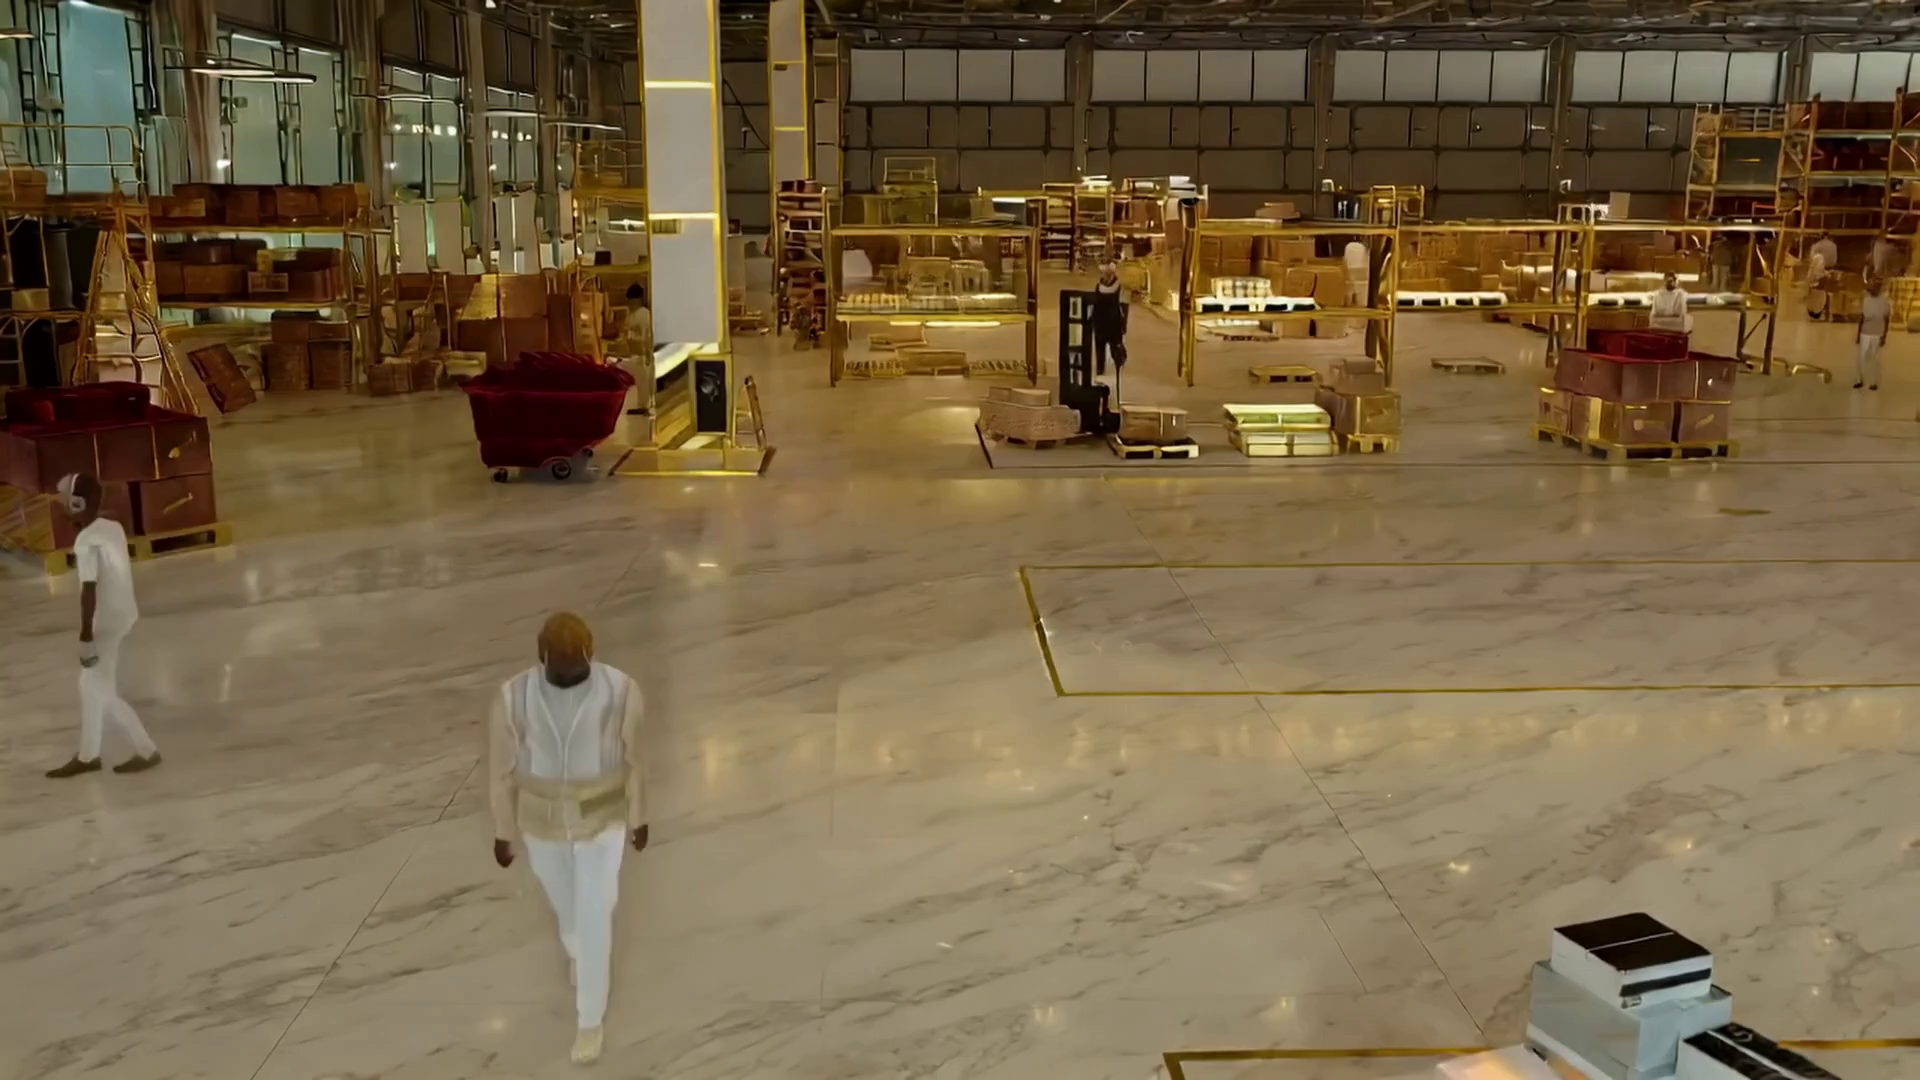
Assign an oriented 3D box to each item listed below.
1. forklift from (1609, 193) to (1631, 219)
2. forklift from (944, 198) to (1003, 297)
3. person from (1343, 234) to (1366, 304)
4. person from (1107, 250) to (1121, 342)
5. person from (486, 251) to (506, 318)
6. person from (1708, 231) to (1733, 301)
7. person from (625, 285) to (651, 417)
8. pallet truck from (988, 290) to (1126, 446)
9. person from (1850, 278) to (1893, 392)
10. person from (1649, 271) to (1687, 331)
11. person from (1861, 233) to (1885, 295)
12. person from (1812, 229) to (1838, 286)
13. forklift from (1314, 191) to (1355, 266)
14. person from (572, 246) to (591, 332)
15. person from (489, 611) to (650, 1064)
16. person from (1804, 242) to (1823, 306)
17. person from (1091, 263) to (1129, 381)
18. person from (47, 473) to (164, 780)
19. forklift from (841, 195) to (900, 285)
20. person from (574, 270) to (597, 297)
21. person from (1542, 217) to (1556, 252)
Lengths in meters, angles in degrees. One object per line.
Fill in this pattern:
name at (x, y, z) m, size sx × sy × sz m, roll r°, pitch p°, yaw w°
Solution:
forklift at (22.808, -10.622, 57.678) m, size 1.873 × 2.768 × 1.129 m, roll 0°, pitch 12°, yaw -2°
forklift at (0.586, -8.148, 46.510) m, size 1.873 × 2.768 × 1.129 m, roll -7°, pitch 14°, yaw -27°
person at (10.676, -7.337, 45.041) m, size 0.632 × 1.926 × 0.561 m, roll -5°, pitch 13°, yaw -21°
person at (3.219, -5.156, 35.159) m, size 0.371 × 1.934 × 0.627 m, roll -1°, pitch 13°, yaw -4°
person at (-11.443, -6.268, 40.871) m, size 0.522 × 1.631 × 0.324 m, roll 11°, pitch 17°, yaw 42°
person at (21.101, -7.599, 46.175) m, size 0.635 × 1.937 × 0.352 m, roll 8°, pitch 15°, yaw 34°
person at (-4.710, -2.775, 24.417) m, size 0.363 × 1.928 × 0.587 m, roll -8°, pitch 15°, yaw -33°
pallet truck at (1.257, -2.299, 22.111) m, size 1.885 × 1.965 × 0.823 m, roll -9°, pitch 15°, yaw -35°
person at (14.939, -3.359, 27.222) m, size 0.317 × 1.859 × 0.525 m, roll -7°, pitch 14°, yaw -28°
person at (12.105, -3.660, 28.516) m, size 0.584 × 1.882 × 0.347 m, roll 12°, pitch 17°, yaw 43°
person at (26.582, -8.019, 48.412) m, size 0.954 × 1.793 × 0.646 m, roll 1°, pitch 12°, yaw 2°
person at (24.138, -7.684, 46.476) m, size 0.619 × 1.976 × 0.643 m, roll 8°, pitch 15°, yaw 32°
forklift at (14.606, -11.993, 63.869) m, size 1.129 × 2.768 × 1.873 m, roll -5°, pitch 13°, yaw -21°
person at (-8.447, -5.588, 37.123) m, size 0.384 × 1.925 × 0.593 m, roll -5°, pitch 13°, yaw -21°
person at (-1.629, 1.154, 6.984) m, size 0.639 × 1.801 × 0.943 m, roll -1°, pitch 13°, yaw -4°
person at (22.870, -7.112, 44.516) m, size 0.537 × 1.698 × 0.321 m, roll -11°, pitch 16°, yaw -40°
person at (2.559, -3.765, 28.632) m, size 0.691 × 2.000 × 0.707 m, roll 4°, pitch 13°, yaw 15°
person at (-5.122, 0.513, 9.804) m, size 0.654 × 1.824 × 0.589 m, roll -2°, pitch 13°, yaw -9°
forklift at (-2.876, -9.527, 52.734) m, size 1.873 × 2.768 × 1.129 m, roll 1°, pitch 12°, yaw 2°
person at (-8.729, -5.805, 38.771) m, size 0.581 × 1.625 × 0.973 m, roll 0°, pitch 12°, yaw 2°
person at (21.441, -10.760, 60.448) m, size 0.551 × 1.934 × 0.373 m, roll 12°, pitch 17°, yaw 43°
